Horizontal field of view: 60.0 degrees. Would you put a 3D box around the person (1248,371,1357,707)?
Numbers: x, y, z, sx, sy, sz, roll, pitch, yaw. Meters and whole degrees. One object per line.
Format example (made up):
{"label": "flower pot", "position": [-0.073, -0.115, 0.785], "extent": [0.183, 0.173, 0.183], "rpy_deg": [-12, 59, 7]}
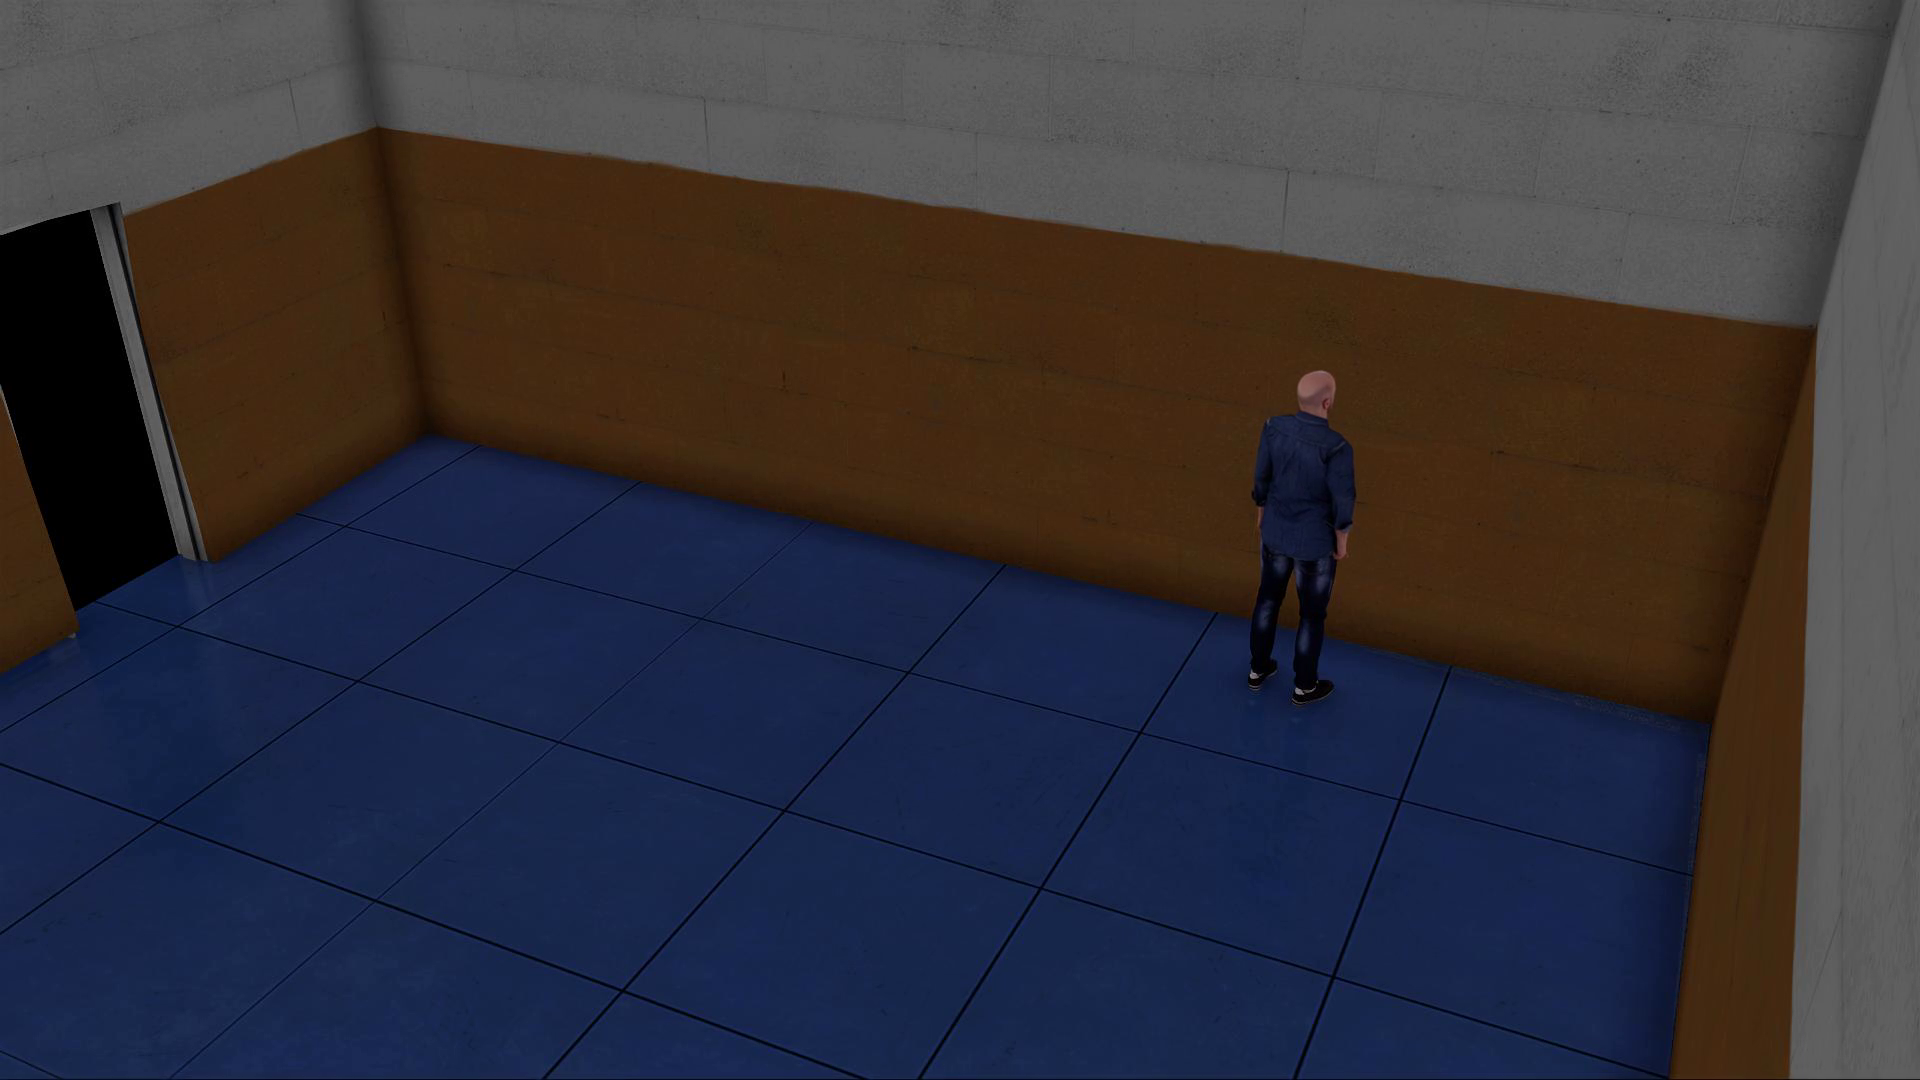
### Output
{"label": "person", "position": [1.737, -0.012, 8.499], "extent": [0.622, 1.825, 0.840], "rpy_deg": [22, 36, 35]}
